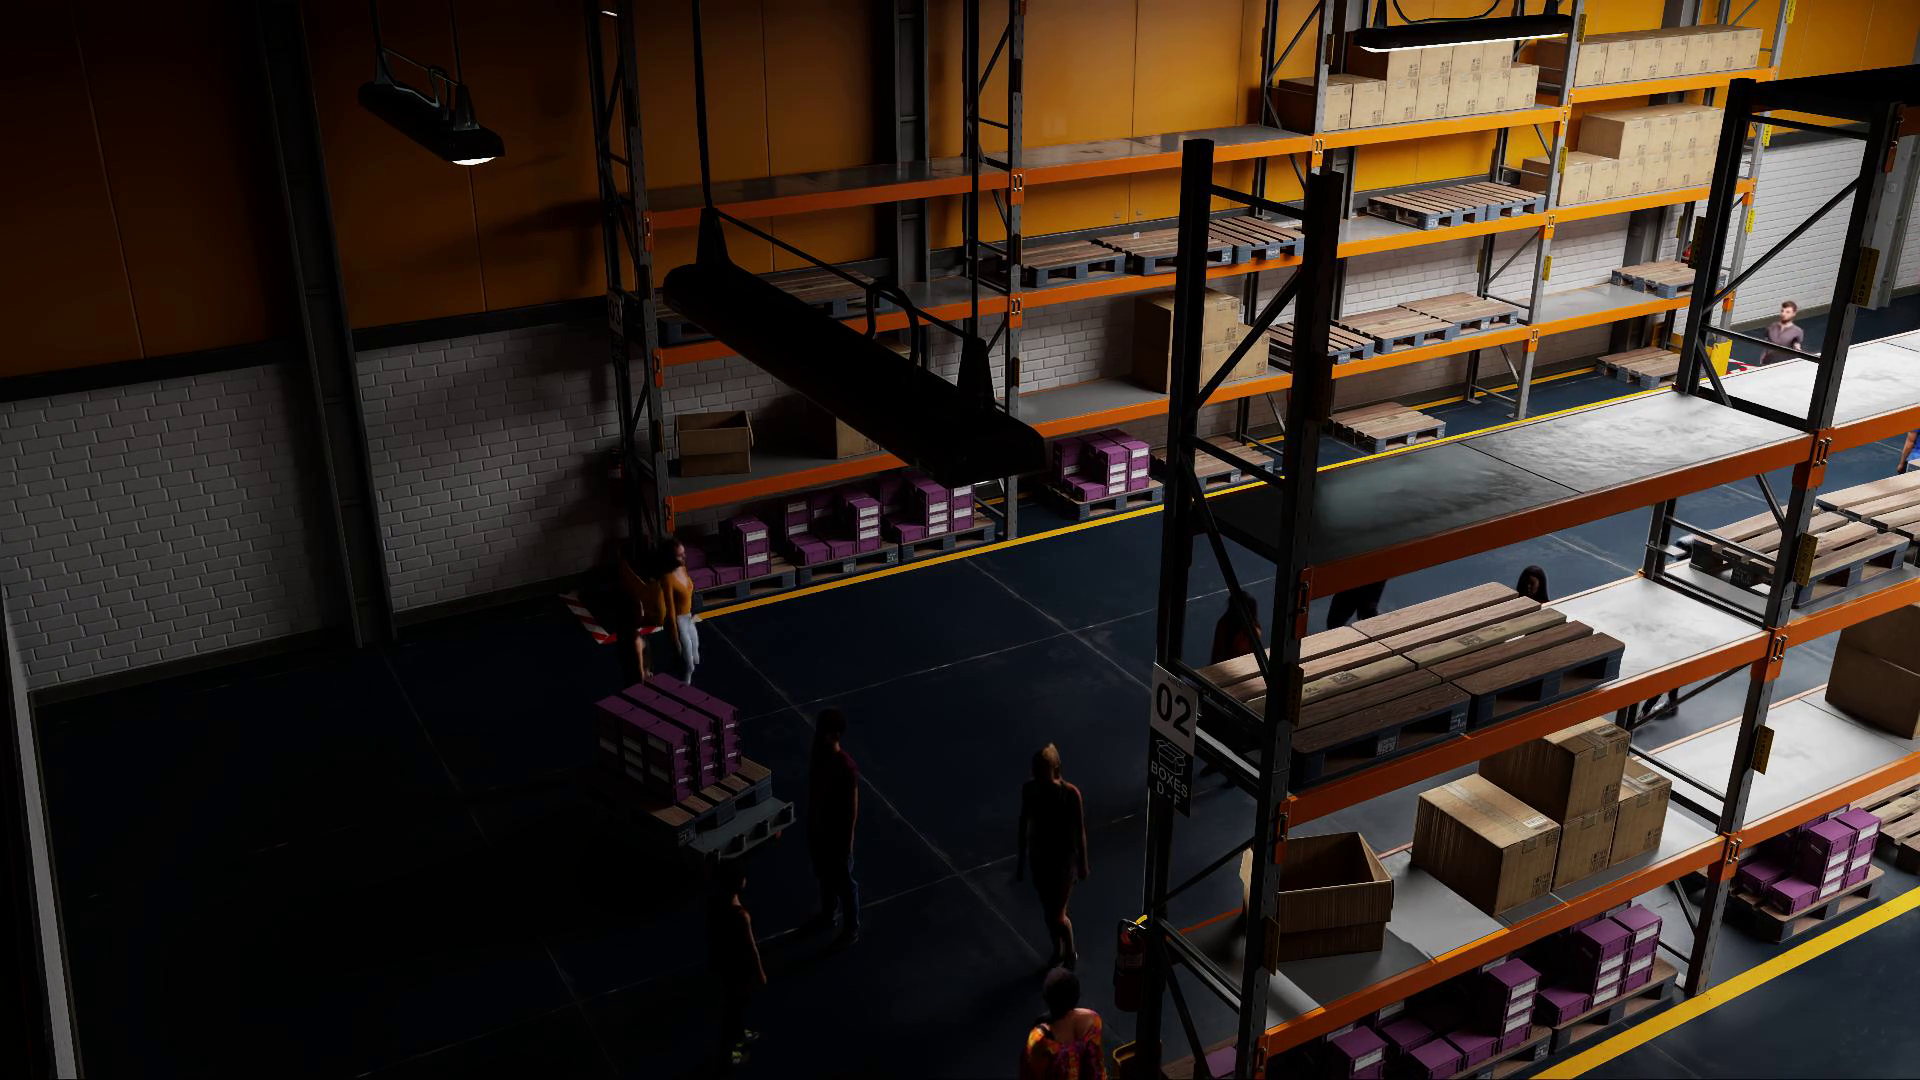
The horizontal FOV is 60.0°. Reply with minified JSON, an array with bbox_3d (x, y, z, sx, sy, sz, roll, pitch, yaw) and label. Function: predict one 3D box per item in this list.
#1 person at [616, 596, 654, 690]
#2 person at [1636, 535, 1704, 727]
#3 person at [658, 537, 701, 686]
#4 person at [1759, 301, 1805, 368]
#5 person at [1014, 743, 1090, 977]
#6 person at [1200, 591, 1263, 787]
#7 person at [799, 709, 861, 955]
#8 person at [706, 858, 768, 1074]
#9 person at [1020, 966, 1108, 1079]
[{"bbox_3d":[-2.755,1.198,13.865,0.617,1.550,0.619,-10,26,-22],"label":"person"},{"bbox_3d":[6.321,0.776,14.583,0.991,1.749,0.684,-11,26,-23],"label":"person"},{"bbox_3d":[-2.533,0.777,14.594,0.943,1.738,0.873,5,24,11],"label":"person"},{"bbox_3d":[10.424,-2.133,21.156,0.886,1.814,1.244,21,31,40],"label":"person"},{"bbox_3d":[0.675,2.133,11.382,0.734,1.825,0.764,10,26,22],"label":"person"},{"bbox_3d":[2.247,1.199,13.647,0.736,1.723,0.683,22,32,40],"label":"person"},{"bbox_3d":[-0.896,1.999,11.646,0.601,1.859,0.687,-18,29,-35],"label":"person"},{"bbox_3d":[-1.492,2.700,10.449,0.683,1.535,0.607,-20,30,-37],"label":"person"},{"bbox_3d":[0.577,3.140,9.295,0.698,1.653,0.724,-15,28,-30],"label":"person"}]
